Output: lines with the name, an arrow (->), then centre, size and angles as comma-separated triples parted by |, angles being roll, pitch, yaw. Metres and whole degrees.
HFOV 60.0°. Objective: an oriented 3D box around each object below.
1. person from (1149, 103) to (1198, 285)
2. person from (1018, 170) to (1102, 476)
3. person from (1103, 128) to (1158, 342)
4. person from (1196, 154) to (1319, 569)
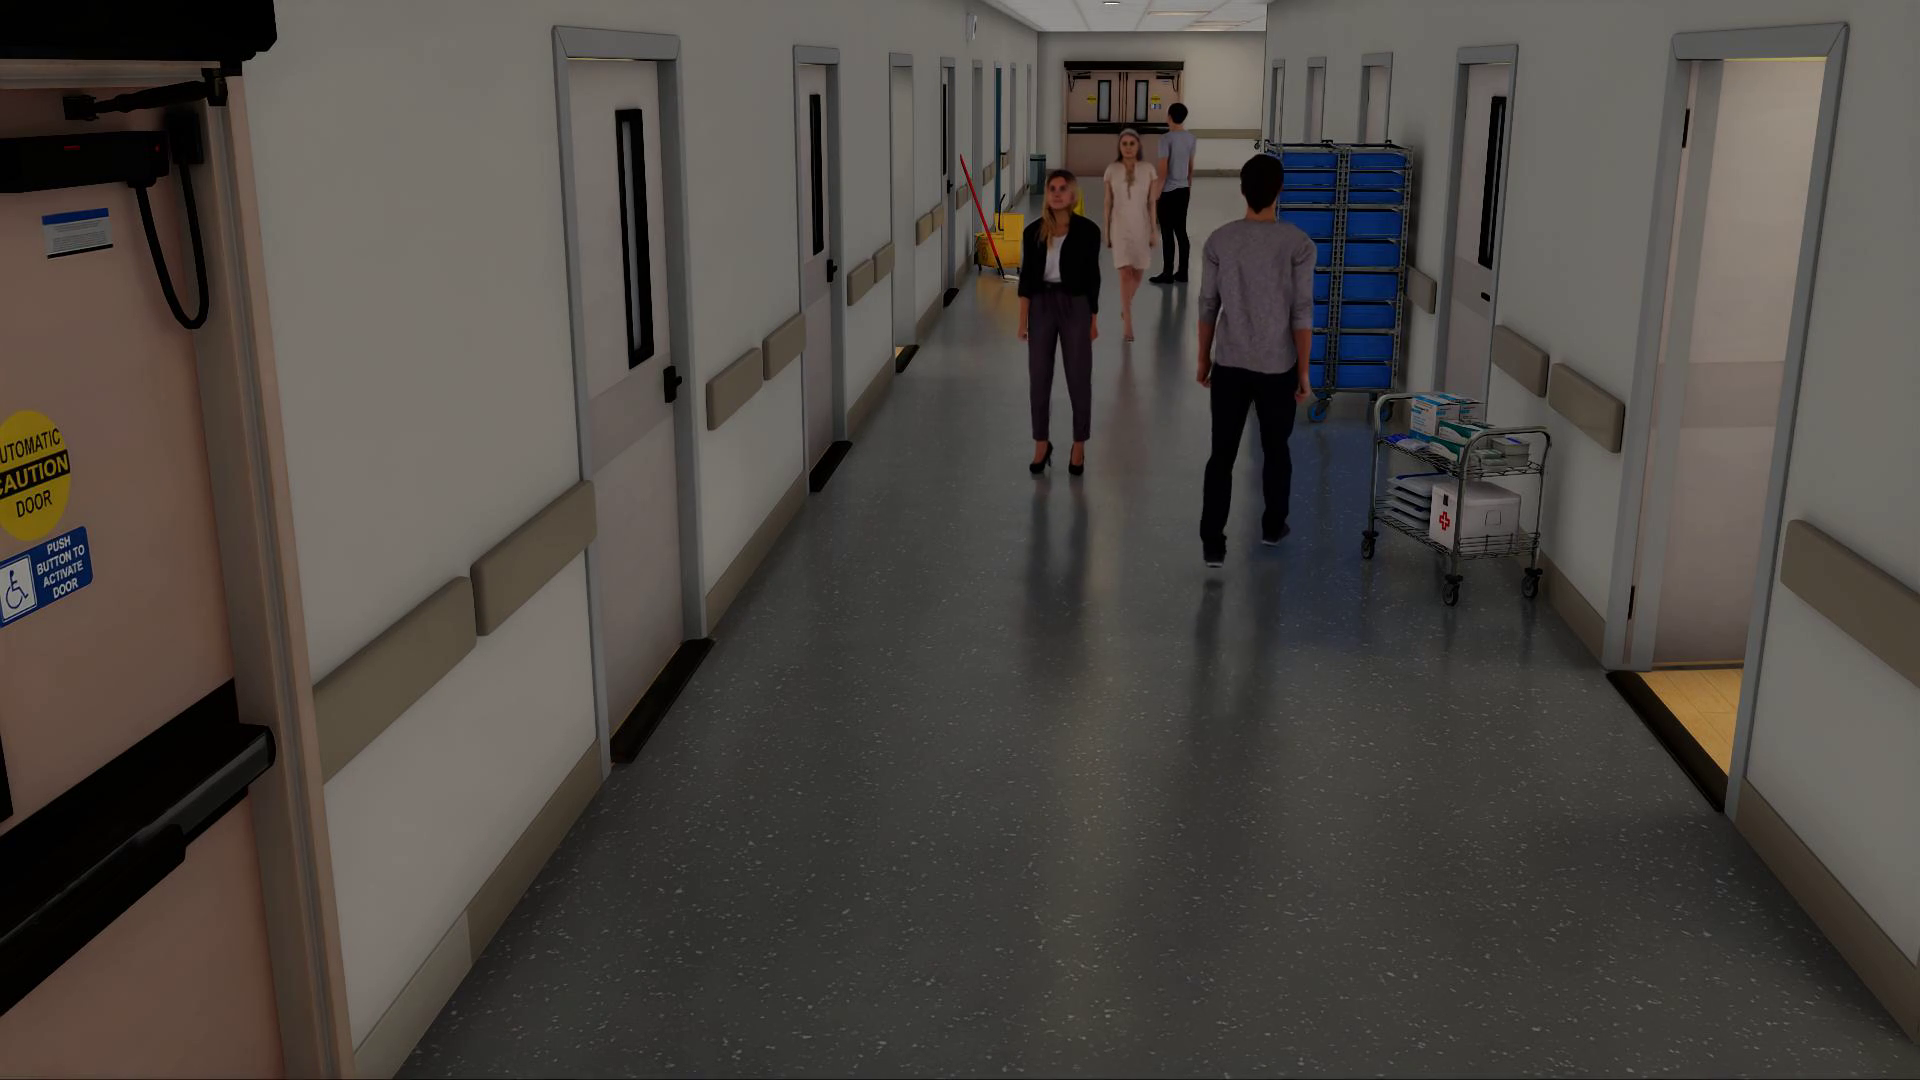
person -> 2.269, -3.668, 17.612 | 0.735, 1.863, 0.788 | -12, 20, -37
person -> 0.554, -1.202, 9.218 | 0.640, 1.672, 0.575 | 4, 16, 15
person -> 1.412, -2.527, 13.843 | 0.645, 1.712, 1.061 | 1, 16, 2
person -> 1.263, -0.738, 7.330 | 0.857, 1.803, 1.159 | 5, 17, 19
